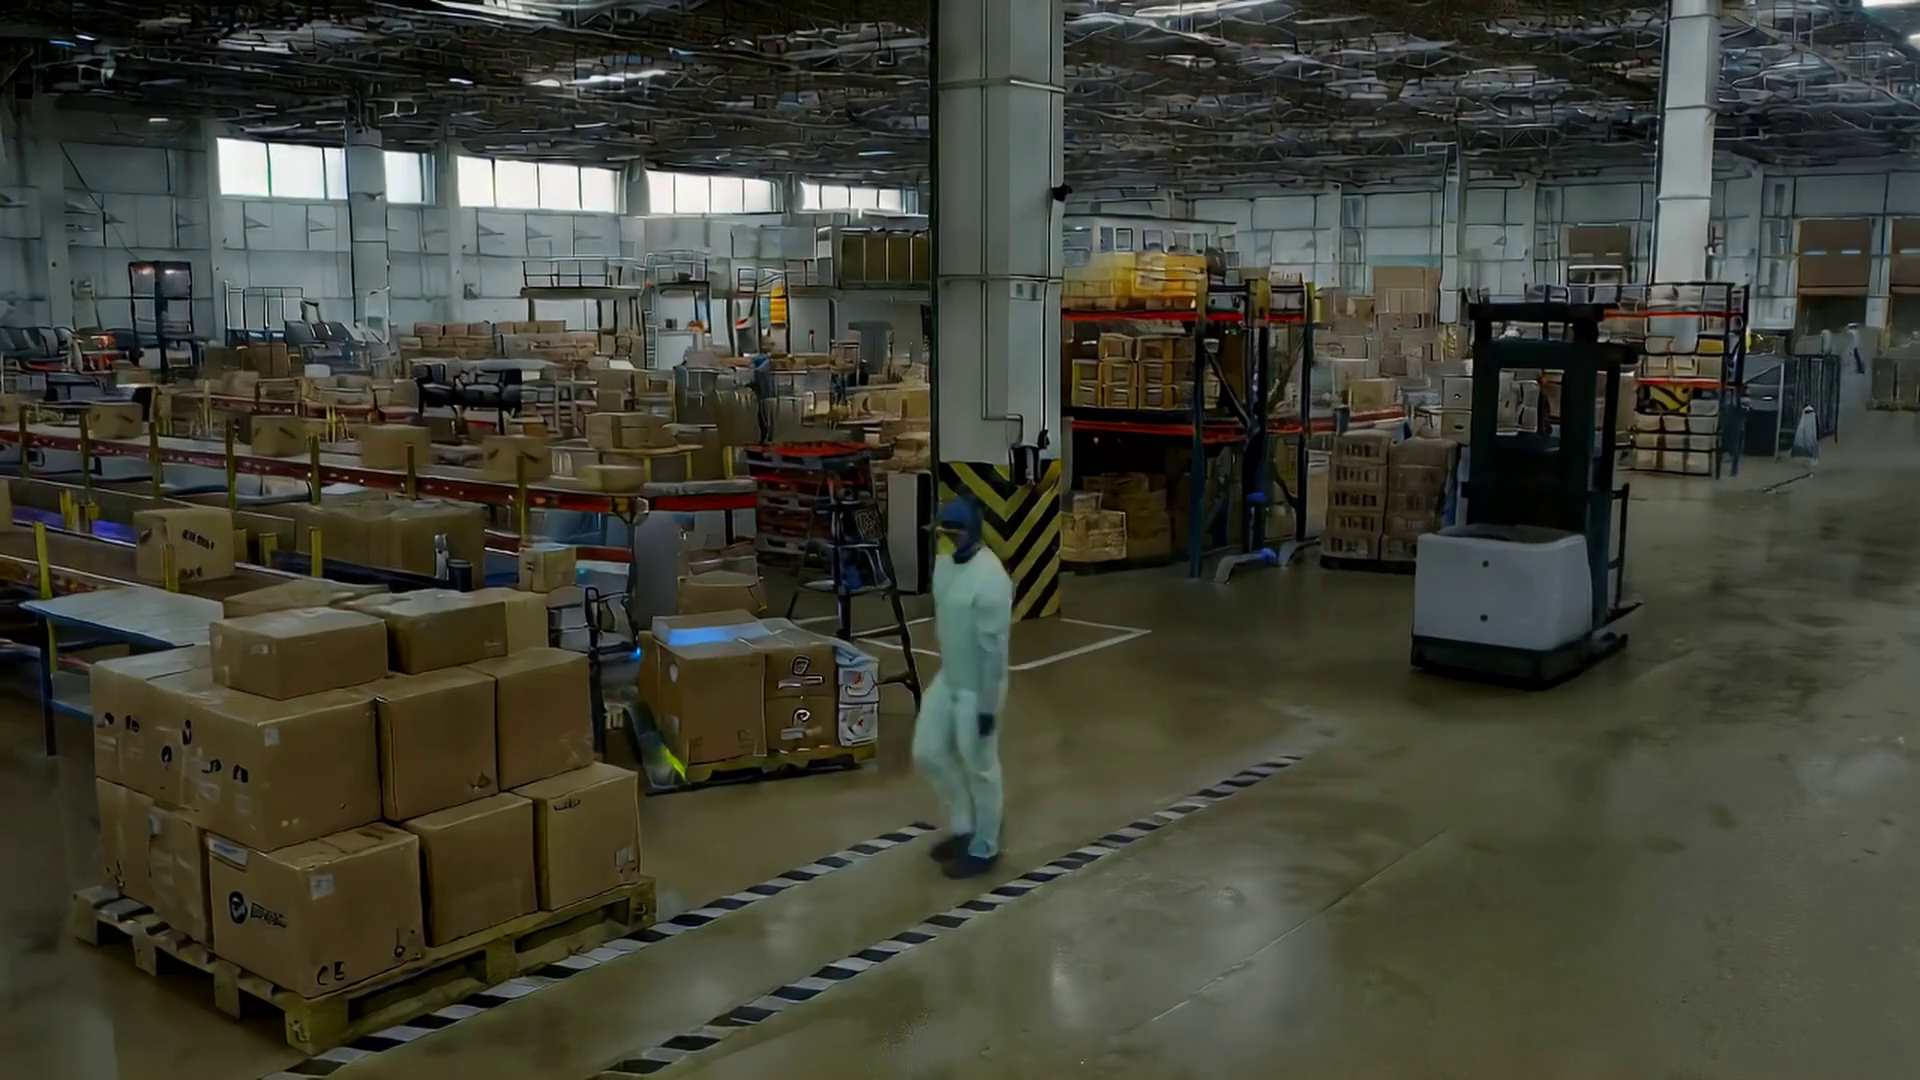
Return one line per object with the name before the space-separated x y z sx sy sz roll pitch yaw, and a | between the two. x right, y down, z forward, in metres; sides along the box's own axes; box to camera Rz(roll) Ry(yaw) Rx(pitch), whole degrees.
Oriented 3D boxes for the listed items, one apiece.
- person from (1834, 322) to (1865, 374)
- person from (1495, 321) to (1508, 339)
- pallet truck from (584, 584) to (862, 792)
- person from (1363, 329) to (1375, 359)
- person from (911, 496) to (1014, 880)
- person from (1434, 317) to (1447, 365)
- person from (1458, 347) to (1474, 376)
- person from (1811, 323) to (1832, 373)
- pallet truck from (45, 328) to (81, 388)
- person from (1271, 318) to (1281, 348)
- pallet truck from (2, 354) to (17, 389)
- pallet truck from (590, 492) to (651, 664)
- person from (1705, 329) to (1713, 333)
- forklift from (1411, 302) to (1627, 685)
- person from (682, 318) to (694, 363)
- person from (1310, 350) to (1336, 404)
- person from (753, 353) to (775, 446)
person | 32.200 -6.922 59.988 1.020 1.867 0.590 5 10 30
person | 25.728 -9.799 79.113 0.616 1.929 0.464 -1 8 -6
pallet truck | -1.426 0.805 10.019 1.601 1.201 0.680 -4 9 -26
person | 12.007 -5.276 48.862 0.310 1.868 0.533 2 9 15
person | 0.032 0.739 8.146 0.480 1.919 0.655 -5 10 -31
person | 19.560 -8.086 67.621 0.379 1.931 0.625 -5 10 -28
person | 11.892 -3.689 38.884 0.542 1.651 0.895 7 11 38
person | 31.166 -6.927 60.171 0.649 1.813 0.764 -8 12 -44
pallet truck | -23.775 -4.544 43.495 1.885 1.965 0.823 6 10 35
person | 13.865 -8.832 72.921 0.429 1.844 0.621 2 9 15
pallet truck | -24.881 -4.417 42.634 1.885 1.965 0.823 8 11 41
pallet truck | -3.115 0.344 12.883 0.653 1.274 1.630 7 11 37
person | 24.762 -6.120 55.051 0.911 1.721 0.524 3 9 21
forklift | 4.379 -0.438 12.852 1.129 2.768 1.873 7 11 37
person | -11.311 -8.286 69.176 0.472 1.871 0.583 6 10 35
person | 7.121 -2.867 32.905 0.619 1.780 0.917 6 10 35
person | -3.741 -2.662 31.583 0.325 1.767 0.533 6 11 37
